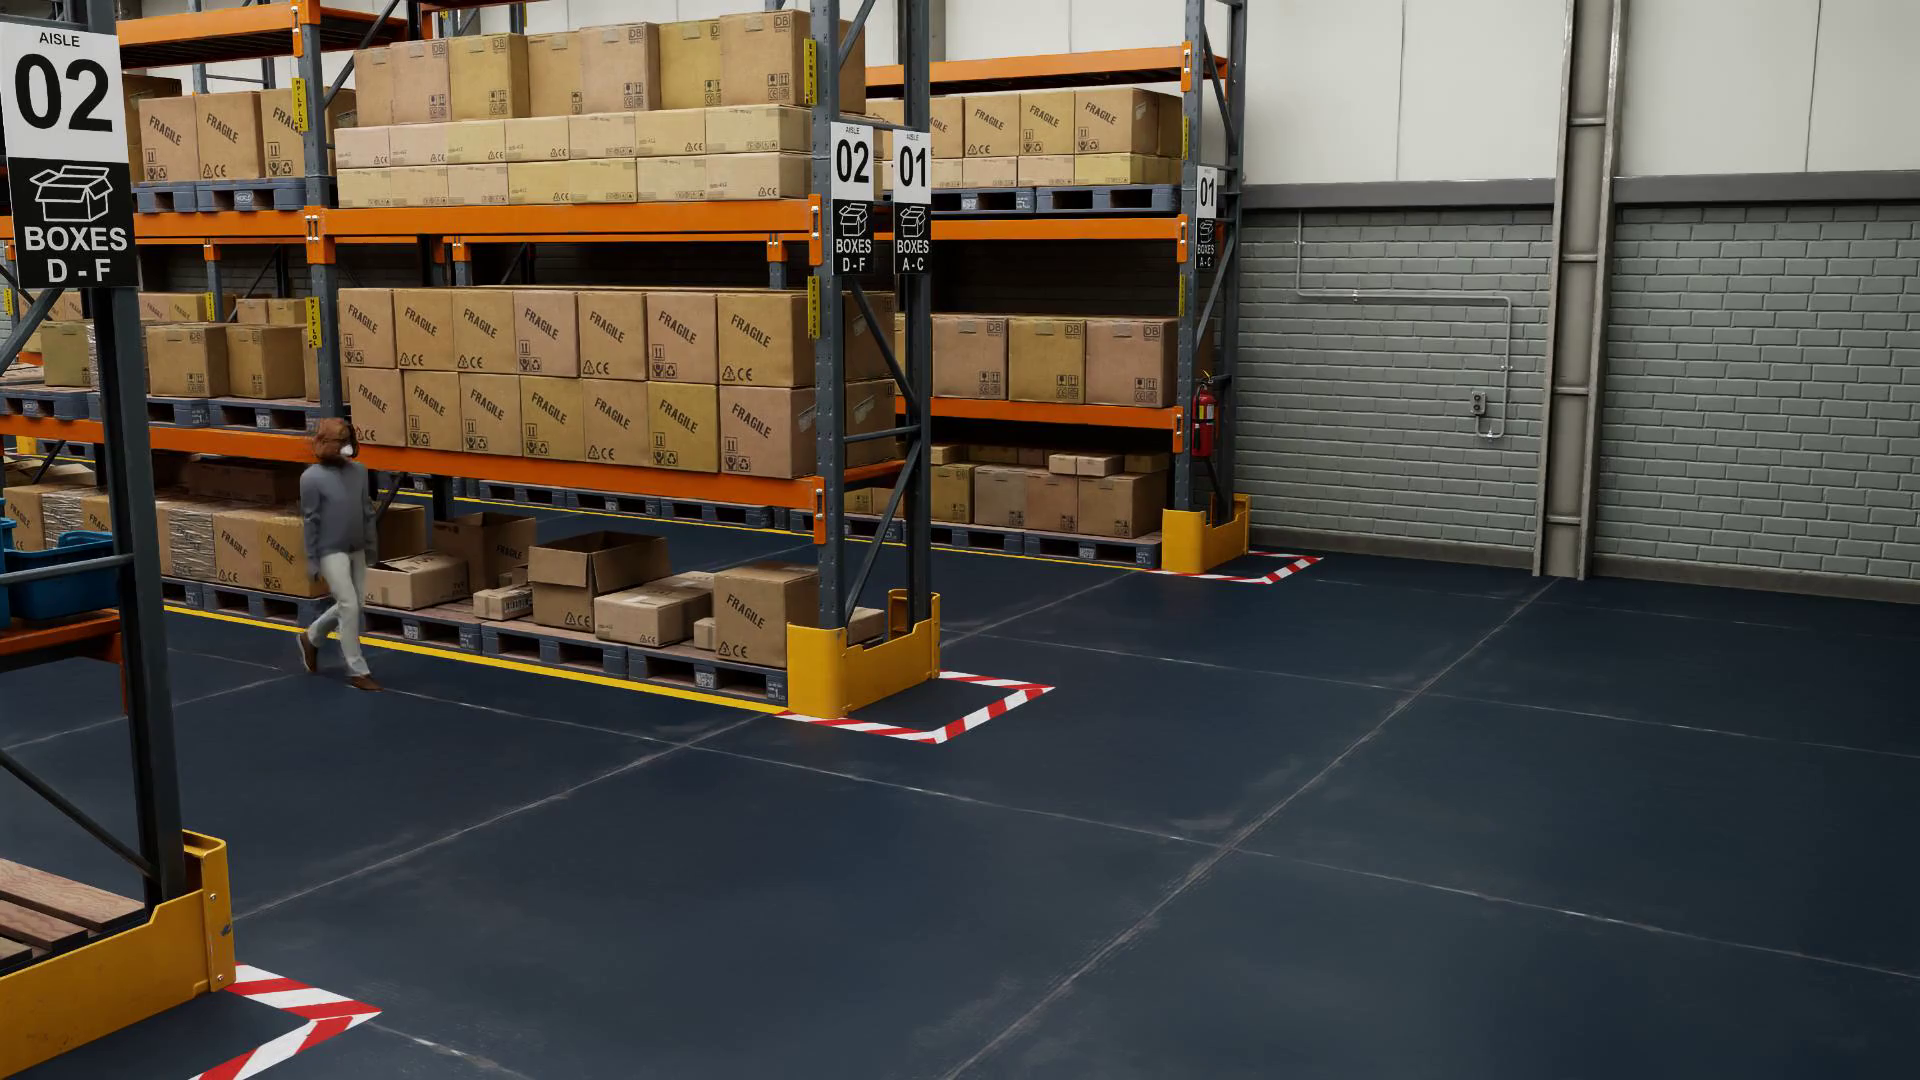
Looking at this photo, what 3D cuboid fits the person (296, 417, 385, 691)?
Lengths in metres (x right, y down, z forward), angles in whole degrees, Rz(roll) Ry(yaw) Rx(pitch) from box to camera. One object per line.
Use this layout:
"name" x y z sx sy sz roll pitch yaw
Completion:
"person" -3.691 0.071 9.803 0.695 1.614 0.505 4 11 23

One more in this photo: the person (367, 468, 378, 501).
"person" -5.422 -0.980 14.942 0.689 1.942 0.643 8 13 40
